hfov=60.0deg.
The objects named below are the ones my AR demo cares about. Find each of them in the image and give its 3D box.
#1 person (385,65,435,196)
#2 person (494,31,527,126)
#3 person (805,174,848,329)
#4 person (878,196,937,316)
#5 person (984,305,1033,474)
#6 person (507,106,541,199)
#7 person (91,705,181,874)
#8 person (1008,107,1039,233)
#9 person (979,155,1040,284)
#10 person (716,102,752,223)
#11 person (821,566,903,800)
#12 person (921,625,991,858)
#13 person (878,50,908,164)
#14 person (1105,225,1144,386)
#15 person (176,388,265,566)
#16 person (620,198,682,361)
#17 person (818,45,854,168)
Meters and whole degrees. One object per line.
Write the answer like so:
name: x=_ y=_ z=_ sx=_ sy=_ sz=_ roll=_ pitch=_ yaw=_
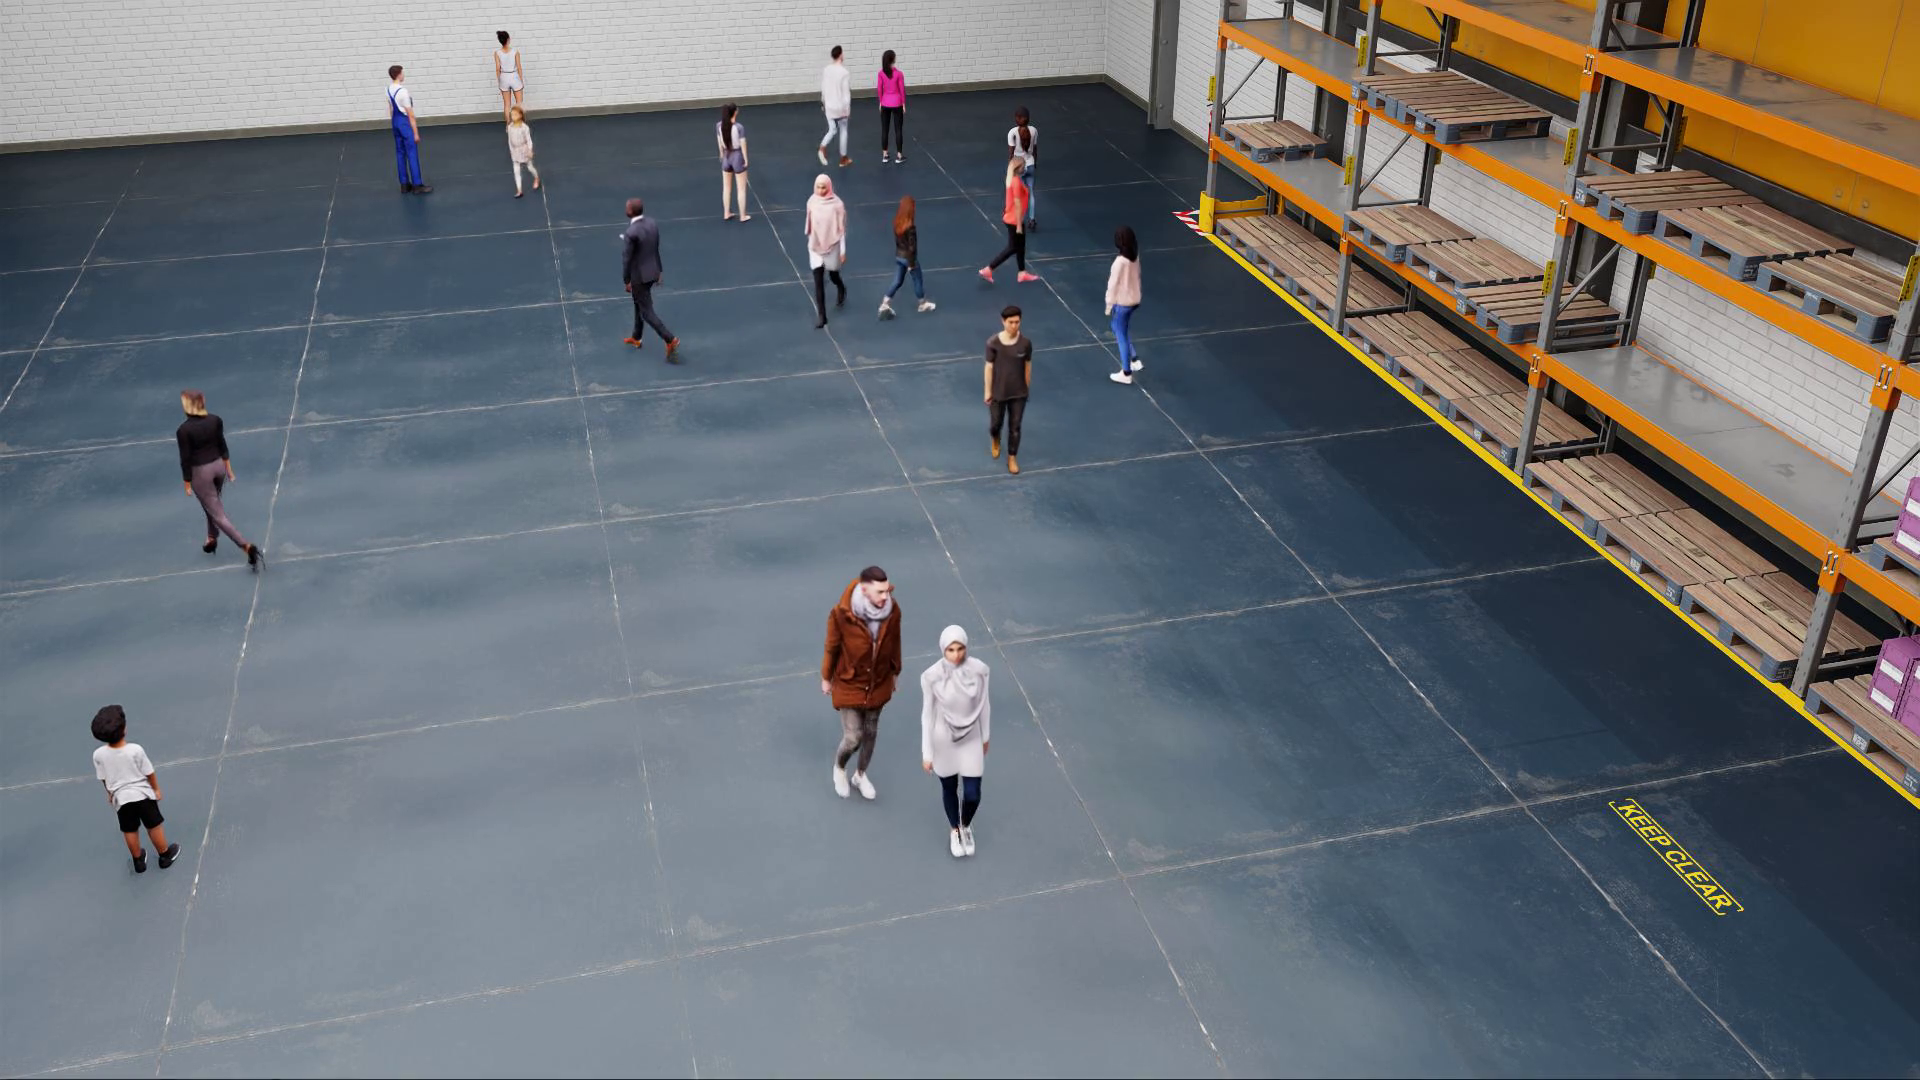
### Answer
person: x=-8.104 y=-5.980 z=24.214 sx=0.716 sy=1.849 sz=0.786 roll=18 pitch=33 yaw=29
person: x=-7.388 y=-7.537 z=27.303 sx=0.581 sy=1.626 sz=0.509 roll=-5 pitch=29 yaw=-8
person: x=-1.549 y=-3.443 z=19.643 sx=0.975 sy=1.773 sz=1.226 roll=6 pitch=29 yaw=10
person: x=-0.709 y=-3.352 z=19.813 sx=0.862 sy=1.451 sz=0.967 roll=-22 pitch=35 yaw=-34
person: x=0.449 y=-1.502 z=16.161 sx=0.686 sy=1.700 sz=0.807 roll=-3 pitch=29 yaw=-6
person: x=-6.360 y=-5.680 z=24.253 sx=0.816 sy=1.285 sz=1.009 roll=6 pitch=29 yaw=11
person: x=-5.421 y=1.630 z=10.876 sx=0.488 sy=1.262 sz=0.503 roll=-6 pitch=29 yaw=-11
person: x=0.861 y=-5.031 z=22.609 sx=0.602 sy=1.721 sz=0.551 roll=-11 pitch=30 yaw=-19
person: x=0.591 y=-3.942 z=20.670 sx=0.785 sy=1.666 sz=0.973 roll=-6 pitch=29 yaw=-11
person: x=-3.144 y=-5.247 z=23.081 sx=0.674 sy=1.647 sz=0.709 roll=12 pitch=31 yaw=20
person: x=-0.707 y=0.960 z=11.532 sx=0.802 sy=1.810 sz=0.749 roll=-12 pitch=31 yaw=-20
person: x=-0.038 y=1.295 z=10.967 sx=0.647 sy=1.764 sz=0.622 roll=-3 pitch=29 yaw=-6
person: x=-1.060 y=-6.705 z=25.702 sx=0.680 sy=1.699 sz=0.704 roll=7 pitch=29 yaw=13
person: x=1.859 y=-2.510 z=17.953 sx=0.859 sy=1.753 sz=0.803 roll=17 pitch=33 yaw=28
person: x=-6.435 y=-0.494 z=14.380 sx=1.060 sy=1.636 sz=1.034 roll=13 pitch=31 yaw=22
person: x=-3.495 y=-2.918 z=18.658 sx=1.243 sy=1.795 sz=1.193 roll=15 pitch=32 yaw=25
person: x=-1.926 y=-6.559 z=25.311 sx=1.020 sy=1.816 sz=1.067 roll=17 pitch=33 yaw=29
